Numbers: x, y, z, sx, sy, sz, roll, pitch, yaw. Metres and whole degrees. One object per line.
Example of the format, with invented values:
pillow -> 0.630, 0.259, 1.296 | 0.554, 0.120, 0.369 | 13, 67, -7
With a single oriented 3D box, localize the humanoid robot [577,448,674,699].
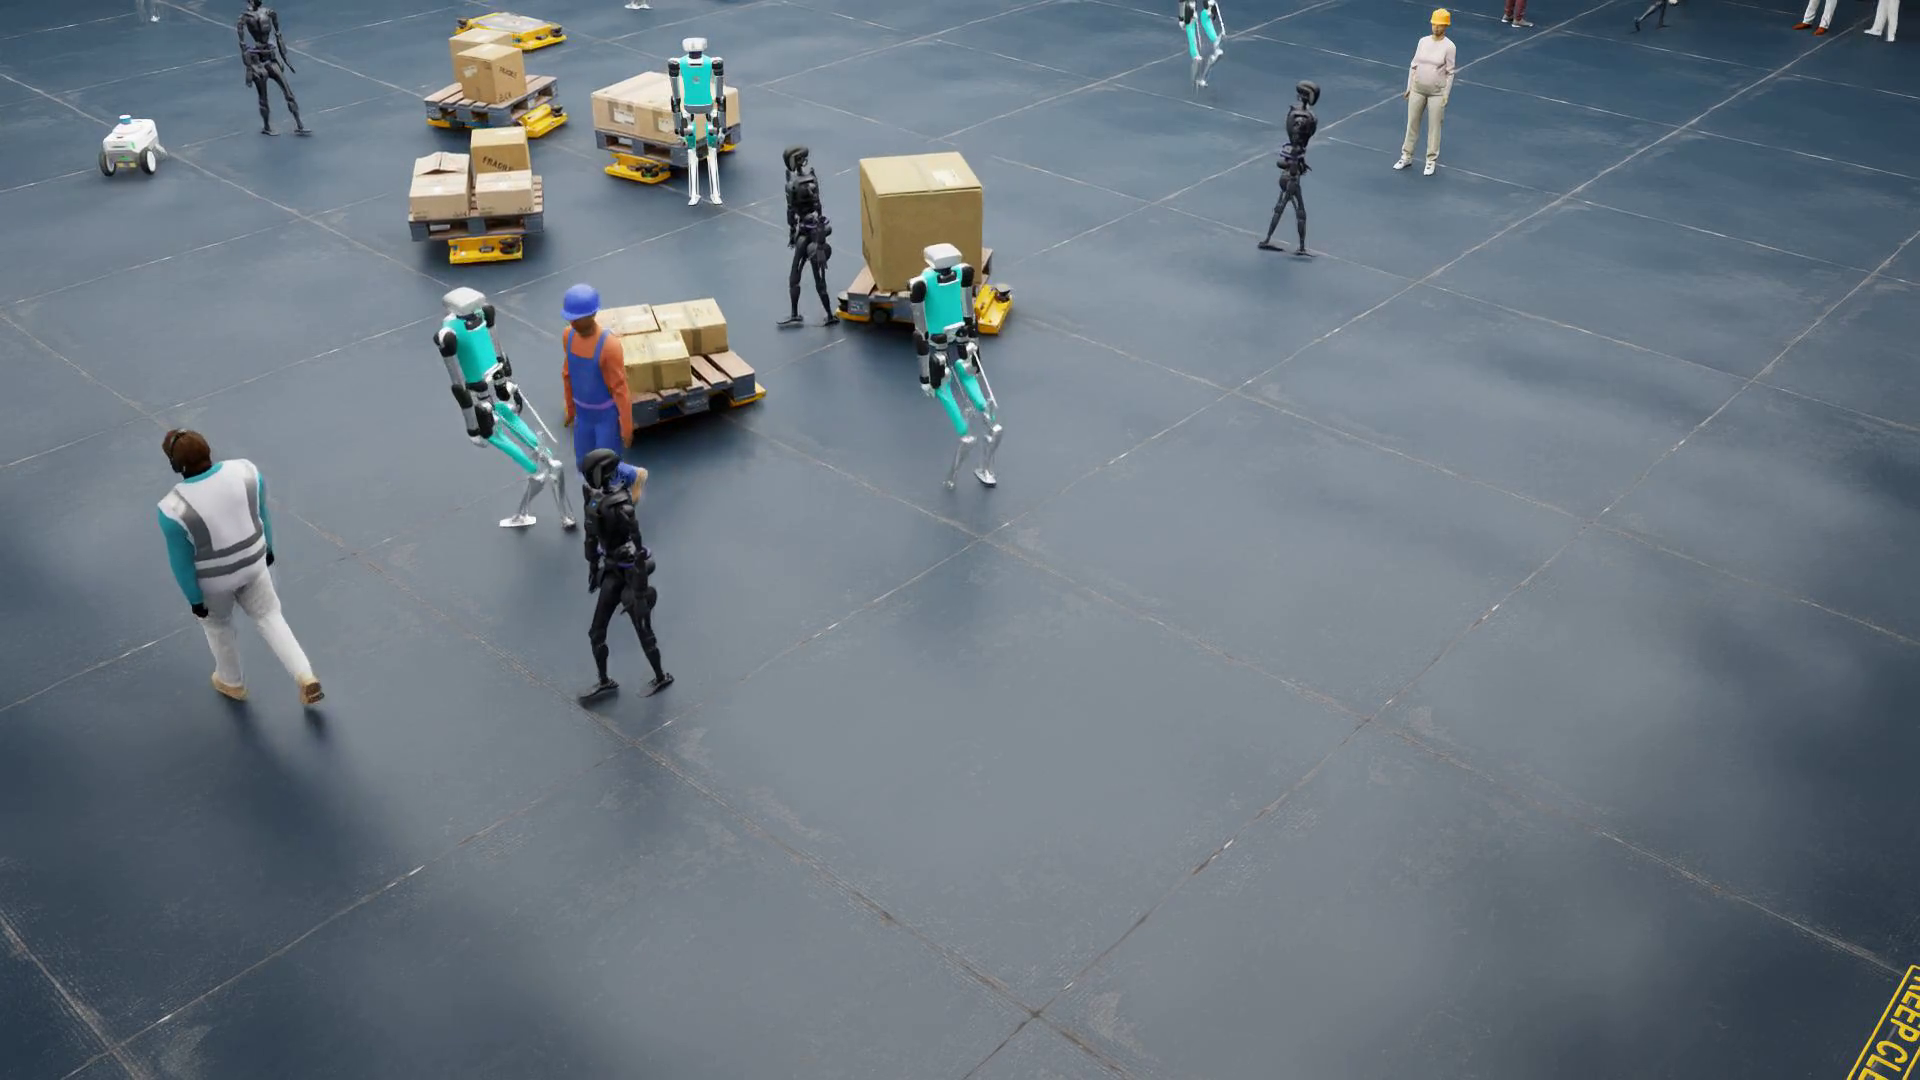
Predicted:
humanoid robot -> -1.952, 0.230, 9.461 | 0.596, 1.642, 0.550 | 28, 41, 37

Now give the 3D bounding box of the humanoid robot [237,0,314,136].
humanoid robot -> -7.589, -5.243, 18.272 | 0.626, 1.637, 0.604 | 17, 36, 25

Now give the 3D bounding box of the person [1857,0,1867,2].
person -> 12.950, -8.441, 23.212 | 0.623, 1.891, 0.643 | 26, 41, 36

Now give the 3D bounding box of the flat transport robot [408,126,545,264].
flat transport robot -> -4.598, -3.010, 16.001 | 0.659, 0.231, 1.431 | -6, 32, -10

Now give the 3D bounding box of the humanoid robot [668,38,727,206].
humanoid robot -> -2.541, -4.141, 16.304 | 0.533, 1.677, 0.735 | -3, 32, -5

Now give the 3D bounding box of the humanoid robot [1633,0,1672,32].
humanoid robot -> 9.342, -7.609, 22.104 | 0.724, 1.629, 0.590 | -10, 33, -16

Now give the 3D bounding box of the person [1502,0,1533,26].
person -> 7.624, -7.832, 22.310 | 0.381, 1.806, 0.551 | -8, 33, -13

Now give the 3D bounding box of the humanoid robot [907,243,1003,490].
humanoid robot -> 0.037, -1.106, 11.601 | 0.530, 1.840, 0.791 | -23, 38, -32

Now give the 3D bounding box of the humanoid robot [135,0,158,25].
humanoid robot -> -11.087, -7.791, 22.398 | 0.534, 1.866, 0.797 | -25, 39, -34

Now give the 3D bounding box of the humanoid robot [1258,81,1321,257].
humanoid robot -> 3.137, -3.439, 15.370 | 0.633, 1.639, 0.609 | 10, 33, 15

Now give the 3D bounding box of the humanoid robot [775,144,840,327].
humanoid robot -> -1.278, -2.527, 13.905 | 0.530, 1.642, 0.615 | -19, 36, -27

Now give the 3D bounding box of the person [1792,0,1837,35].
person -> 11.500, -7.624, 21.956 | 0.367, 1.828, 0.501 | -17, 35, -25

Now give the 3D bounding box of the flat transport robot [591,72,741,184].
flat transport robot -> -3.093, -4.154, 17.843 | 0.659, 0.231, 1.431 | 18, 36, 26

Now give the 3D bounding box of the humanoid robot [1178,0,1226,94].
humanoid robot -> 2.902, -6.134, 19.743 | 0.543, 1.902, 0.727 | -13, 34, -21

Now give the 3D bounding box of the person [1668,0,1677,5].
person -> 10.303, -8.534, 23.434 | 0.552, 1.812, 0.976 | 11, 33, 17

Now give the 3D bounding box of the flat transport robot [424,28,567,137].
flat transport robot -> -5.274, -4.839, 18.946 | 1.431, 0.231, 0.659 | 10, 33, 15

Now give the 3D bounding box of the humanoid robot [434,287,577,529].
humanoid robot -> -2.920, -0.784, 11.061 | 0.872, 1.807, 0.554 | 12, 34, 19

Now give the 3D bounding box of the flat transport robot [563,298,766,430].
flat transport robot -> -2.307, -1.141, 12.991 | 1.431, 0.231, 0.659 | -18, 36, -27

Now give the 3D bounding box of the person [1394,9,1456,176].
person -> 4.881, -4.669, 17.315 | 0.466, 1.700, 0.315 | 20, 37, 29

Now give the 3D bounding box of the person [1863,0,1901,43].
person -> 12.232, -7.367, 21.745 | 0.324, 1.613, 0.603 | -2, 32, -3

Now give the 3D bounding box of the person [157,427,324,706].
person -> -4.101, 0.187, 9.389 | 0.781, 1.814, 0.629 | 23, 39, 33

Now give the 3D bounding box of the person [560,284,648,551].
person -> -2.351, -0.860, 11.008 | 0.545, 1.886, 0.611 | 18, 36, 27

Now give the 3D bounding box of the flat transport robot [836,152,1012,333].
flat transport robot -> -0.312, -2.063, 14.477 | 1.431, 0.231, 0.659 | 7, 33, 11

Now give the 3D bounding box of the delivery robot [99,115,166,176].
delivery robot -> -8.776, -4.175, 17.624 | 0.521, 0.614, 0.785 | -3, 32, -5

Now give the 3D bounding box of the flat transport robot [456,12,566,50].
flat transport robot -> -5.948, -6.738, 22.005 | 1.431, 0.231, 0.659 | 21, 38, 30

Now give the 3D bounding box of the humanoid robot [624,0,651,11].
humanoid robot -> -4.490, -8.172, 22.871 | 0.725, 1.735, 0.531 | 17, 36, 25
